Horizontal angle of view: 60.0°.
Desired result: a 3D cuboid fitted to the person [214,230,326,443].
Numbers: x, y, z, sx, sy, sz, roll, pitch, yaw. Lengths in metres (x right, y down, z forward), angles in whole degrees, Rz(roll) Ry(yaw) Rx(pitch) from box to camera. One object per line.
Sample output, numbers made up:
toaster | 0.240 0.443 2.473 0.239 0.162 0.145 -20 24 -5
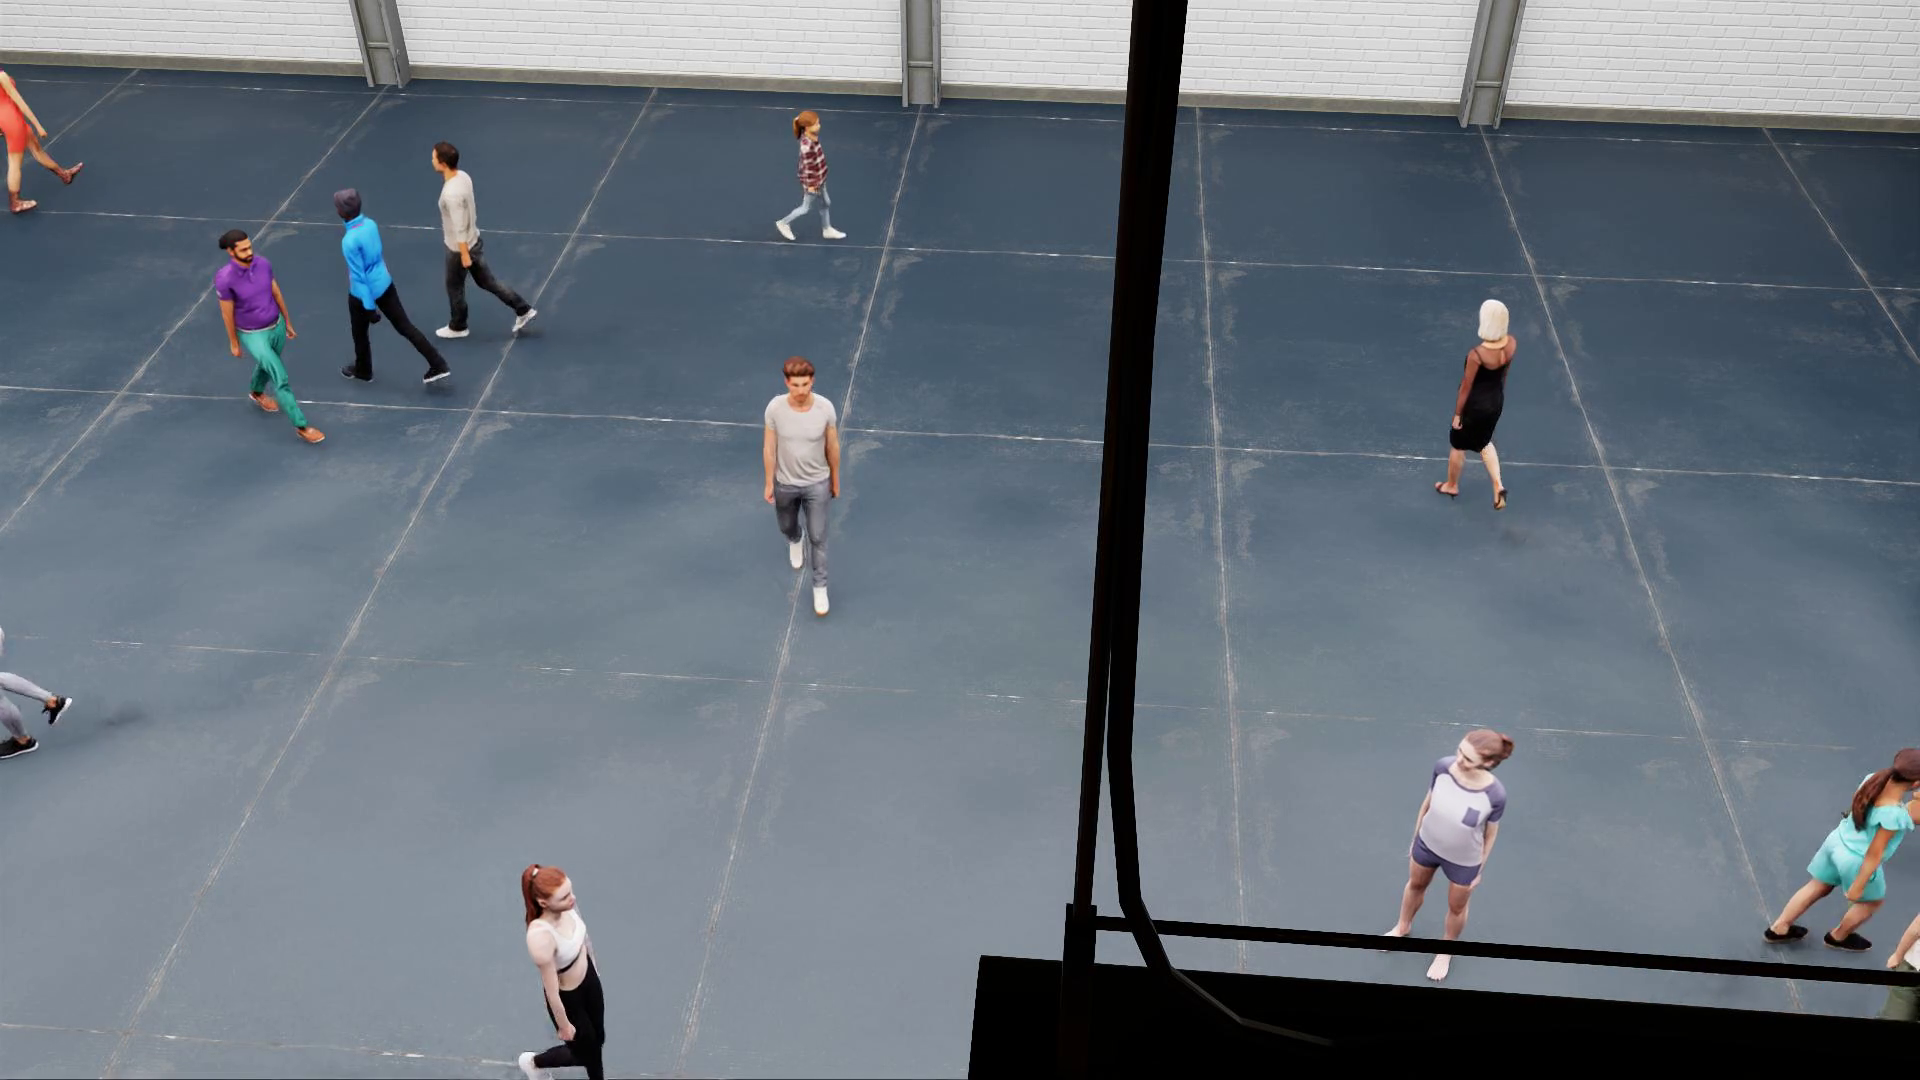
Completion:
person | -5.462 -1.624 12.873 1.272 1.721 0.983 21 43 24

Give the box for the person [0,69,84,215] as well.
person | -9.050 -3.891 15.755 1.133 1.668 1.023 22 44 25

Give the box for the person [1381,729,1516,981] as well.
person | 2.592 1.624 8.772 0.651 1.765 0.733 30 47 32

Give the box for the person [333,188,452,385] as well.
person | -4.583 -1.966 13.277 1.251 1.753 0.771 10 40 12

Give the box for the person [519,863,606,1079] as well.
person | -1.970 2.196 8.080 0.822 1.733 0.620 6 39 7

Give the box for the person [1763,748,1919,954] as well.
person | 4.698 1.703 8.866 0.814 1.523 0.639 -2 39 -3

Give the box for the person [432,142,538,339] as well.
person | -4.042 -2.469 13.884 1.149 1.779 0.763 -1 39 -2

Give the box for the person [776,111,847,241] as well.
person | -1.438 -3.354 15.387 0.869 1.288 0.553 5 39 6

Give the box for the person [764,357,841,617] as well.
person | -1.083 -0.453 11.276 0.977 1.884 0.799 -1 39 -1

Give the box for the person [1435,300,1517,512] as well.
person | 3.799 -0.914 11.976 0.931 1.732 0.917 -17 41 -20
